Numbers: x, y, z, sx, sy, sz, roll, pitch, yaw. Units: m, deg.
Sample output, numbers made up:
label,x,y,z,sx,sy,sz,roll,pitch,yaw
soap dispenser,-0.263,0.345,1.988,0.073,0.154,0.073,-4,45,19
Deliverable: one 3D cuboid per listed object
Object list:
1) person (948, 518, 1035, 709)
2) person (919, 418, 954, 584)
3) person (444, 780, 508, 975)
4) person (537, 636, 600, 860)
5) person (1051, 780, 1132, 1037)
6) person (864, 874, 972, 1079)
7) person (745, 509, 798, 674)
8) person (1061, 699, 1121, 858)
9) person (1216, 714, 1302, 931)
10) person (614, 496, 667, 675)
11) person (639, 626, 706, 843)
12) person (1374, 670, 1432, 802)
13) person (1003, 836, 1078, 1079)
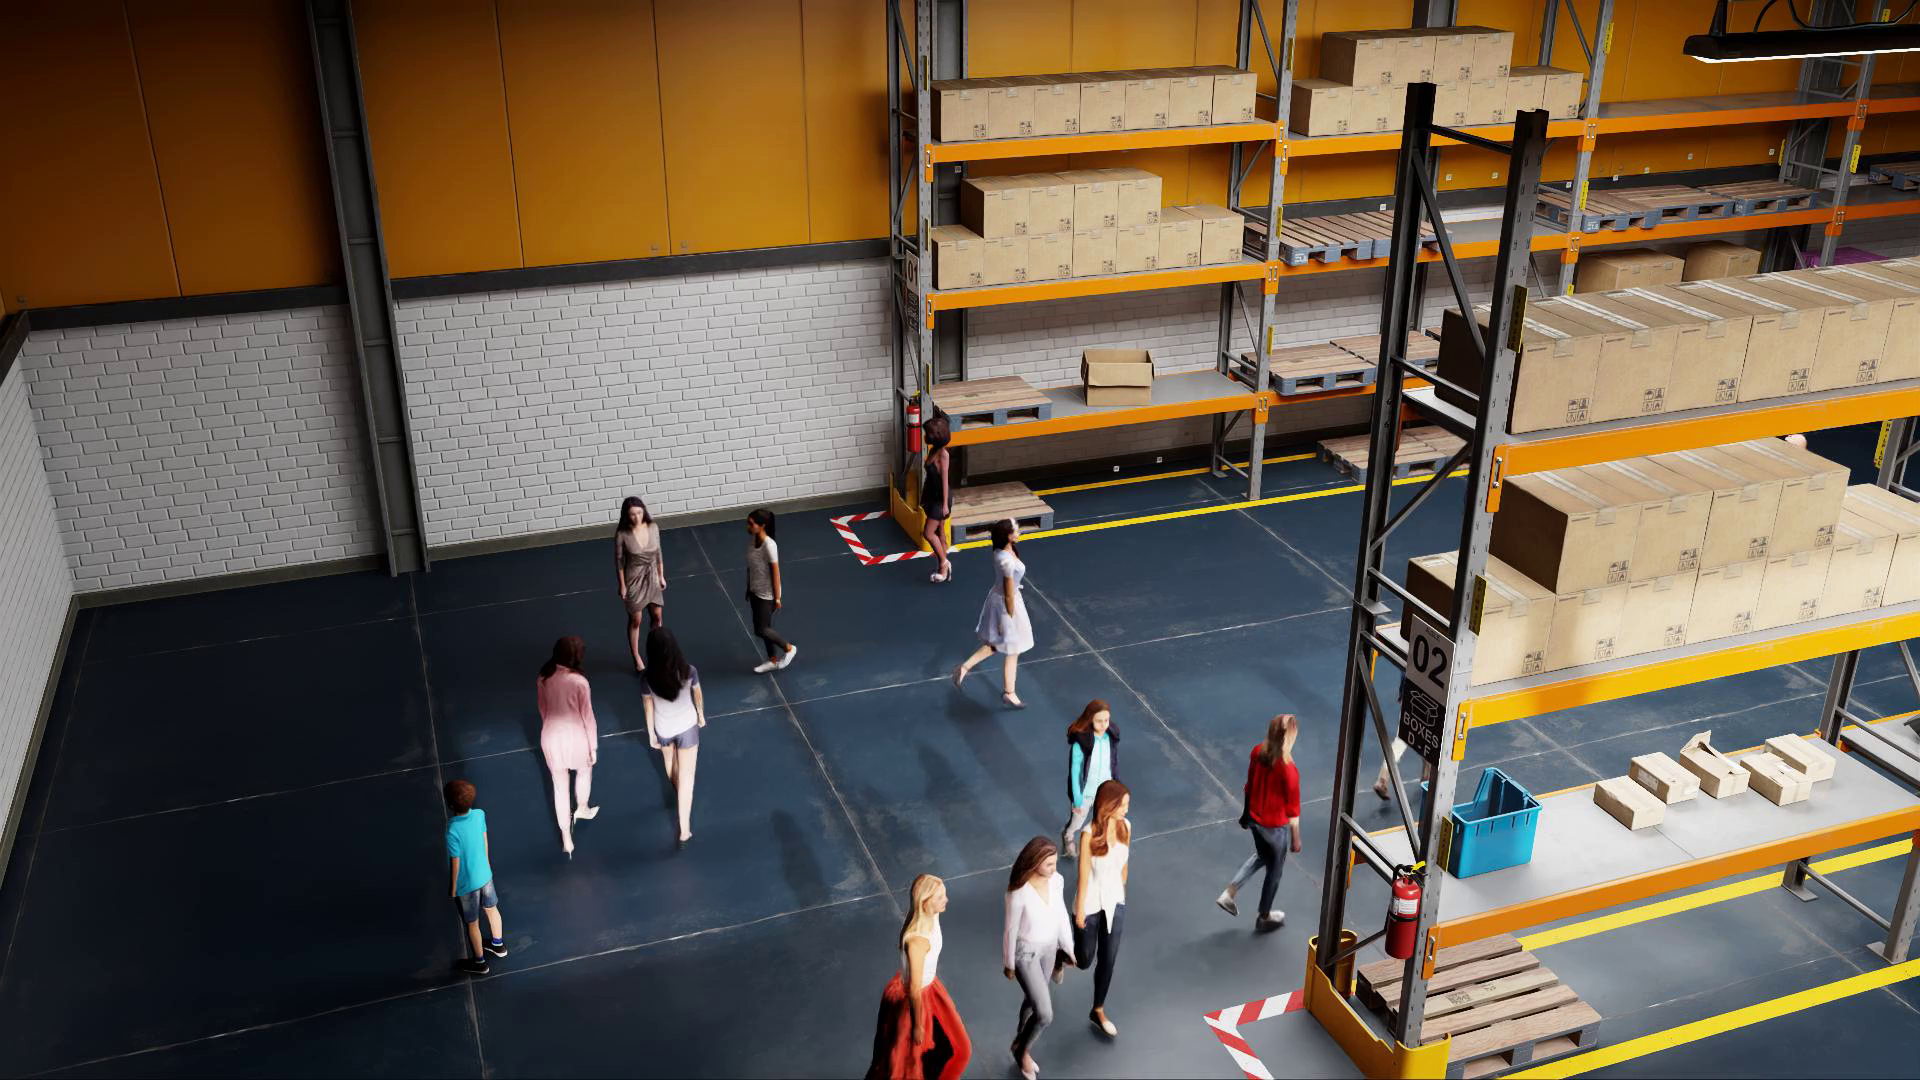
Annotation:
label,x,y,z,sx,sy,sz,roll,pitch,yaw
person,0.300,0.665,14.416,1.038,1.804,0.802,-3,24,-7
person,-0.136,-0.392,16.863,0.596,1.781,0.596,-8,25,-17
person,-3.298,2.252,11.228,0.645,1.449,0.585,11,26,23
person,-2.940,1.574,12.376,0.922,1.772,0.888,0,24,0
person,0.837,2.310,10.707,0.902,1.760,0.771,-12,27,-26
person,-0.324,2.712,9.777,1.020,1.769,0.941,9,25,20
person,-1.694,0.460,15.100,0.683,1.632,0.612,-12,27,-26
person,0.926,1.811,12.204,0.896,1.477,0.616,-8,25,-17
person,2.065,1.993,11.519,0.781,1.690,0.680,-11,26,-23
person,-2.907,0.393,15.119,0.542,1.739,0.711,-17,29,-33
person,-2.171,1.504,12.686,1.163,1.652,0.881,-2,24,-5
person,3.600,1.310,13.105,0.937,1.672,1.163,20,31,38
person,0.390,2.532,10.212,0.685,1.750,0.753,-21,31,-39
